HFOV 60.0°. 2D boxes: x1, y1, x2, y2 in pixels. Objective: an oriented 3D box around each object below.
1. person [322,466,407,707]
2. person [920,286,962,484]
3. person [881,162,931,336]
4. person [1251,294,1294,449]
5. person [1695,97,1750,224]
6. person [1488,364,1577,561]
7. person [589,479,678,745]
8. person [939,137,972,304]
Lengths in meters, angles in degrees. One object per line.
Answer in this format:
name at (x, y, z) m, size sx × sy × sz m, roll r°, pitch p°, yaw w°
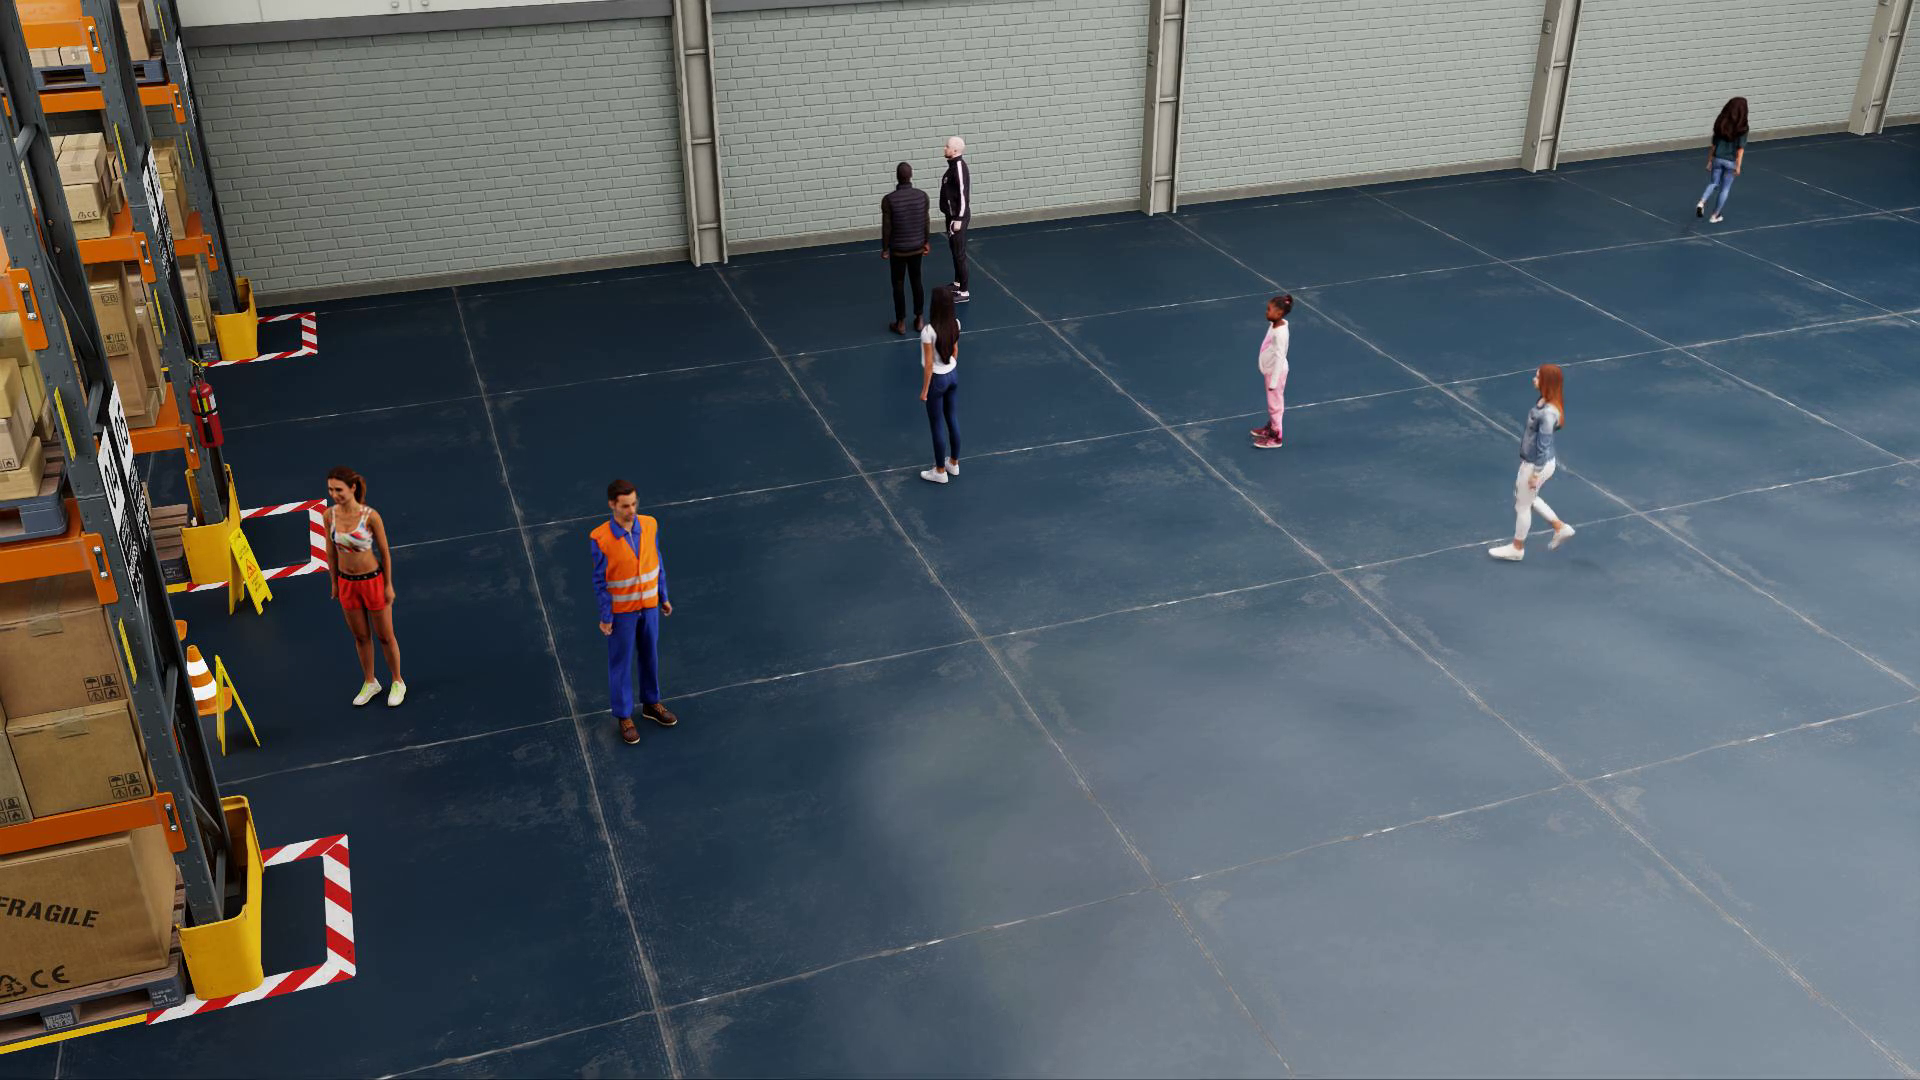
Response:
person at (-4.037, 0.310, 11.274) m, size 0.610 × 1.790 × 0.726 m, roll 2°, pitch 28°, yaw 4°
person at (-0.154, -1.353, 14.412) m, size 0.726 × 1.775 × 0.611 m, roll 21°, pitch 35°, yaw 34°
person at (-0.577, -3.098, 17.624) m, size 0.492 × 1.835 × 0.762 m, roll -11°, pitch 30°, yaw -20°
person at (2.872, -1.552, 15.137) m, size 0.611 × 1.445 × 0.620 m, roll 2°, pitch 28°, yaw 4°
person at (9.638, -4.772, 21.014) m, size 0.891 × 1.603 × 0.740 m, roll -21°, pitch 35°, yaw -34°
person at (4.622, -0.580, 13.054) m, size 0.986 × 1.688 × 0.890 m, roll 8°, pitch 29°, yaw 15°
person at (-2.162, 0.440, 10.952) m, size 0.685 × 1.863 × 0.826 m, roll -23°, pitch 36°, yaw -37°
person at (-0.026, -3.579, 18.527) m, size 0.648 × 1.837 × 0.720 m, roll -4°, pitch 28°, yaw -7°
